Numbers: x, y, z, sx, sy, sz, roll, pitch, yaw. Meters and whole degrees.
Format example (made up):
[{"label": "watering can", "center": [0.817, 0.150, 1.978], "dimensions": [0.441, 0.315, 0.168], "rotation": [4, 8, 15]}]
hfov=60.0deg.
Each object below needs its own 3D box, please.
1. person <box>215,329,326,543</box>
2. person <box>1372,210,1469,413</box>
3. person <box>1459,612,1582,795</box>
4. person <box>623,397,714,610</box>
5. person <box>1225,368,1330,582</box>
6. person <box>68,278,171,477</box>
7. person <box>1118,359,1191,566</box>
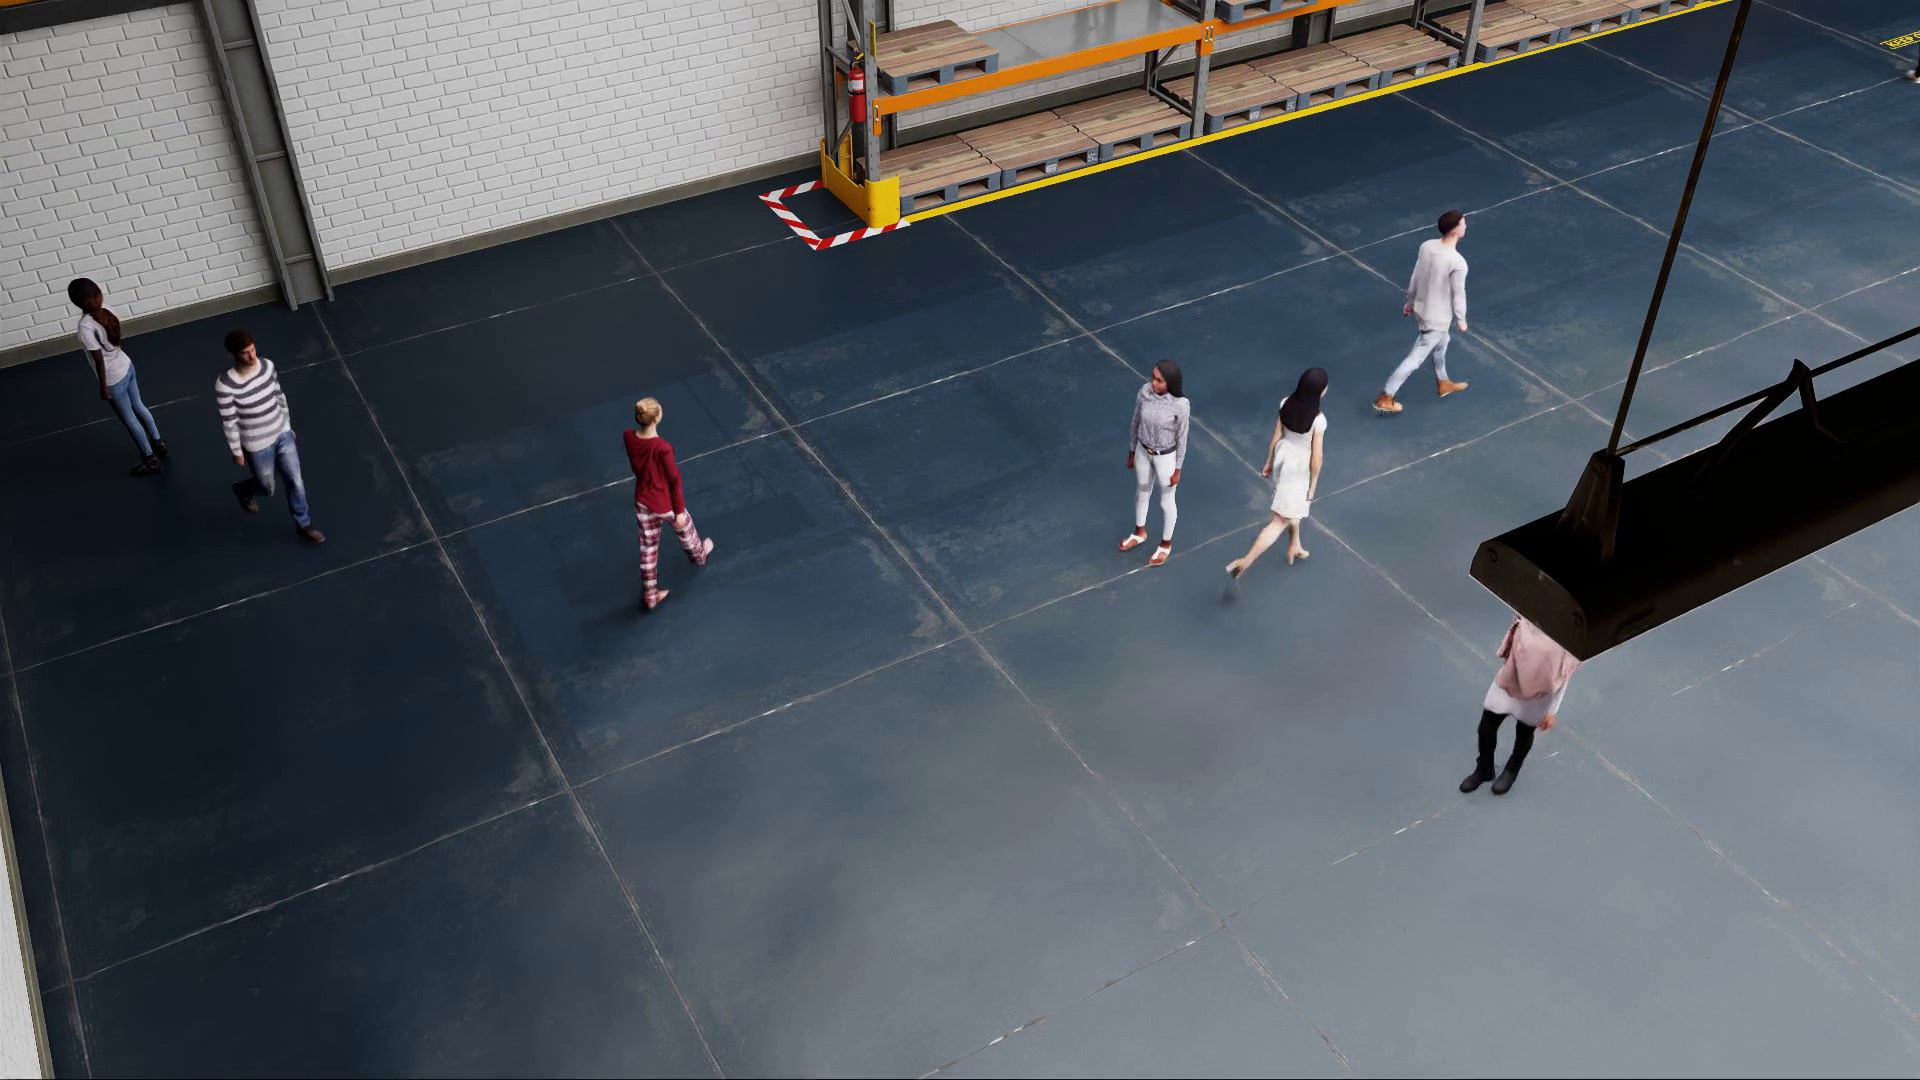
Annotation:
[{"label": "person", "center": [-5.191, -0.782, 12.284], "dimensions": [0.985, 1.824, 1.066], "rotation": [23, 44, 26]}, {"label": "person", "center": [3.805, -1.817, 13.600], "dimensions": [1.226, 1.800, 0.843], "rotation": [-12, 40, -15]}, {"label": "person", "center": [3.553, 0.864, 10.249], "dimensions": [0.718, 1.792, 0.746], "rotation": [31, 48, 32]}, {"label": "person", "center": [-2.178, -0.238, 11.733], "dimensions": [0.995, 1.663, 1.135], "rotation": [17, 42, 20]}, {"label": "person", "center": [2.304, -0.404, 11.881], "dimensions": [1.131, 1.737, 0.683], "rotation": [-25, 45, -28]}, {"label": "person", "center": [-6.594, -1.281, 12.994], "dimensions": [0.662, 1.719, 0.658], "rotation": [-1, 39, -1]}, {"label": "person", "center": [1.443, -0.587, 12.122], "dimensions": [0.658, 1.723, 0.618], "rotation": [27, 46, 30]}]
